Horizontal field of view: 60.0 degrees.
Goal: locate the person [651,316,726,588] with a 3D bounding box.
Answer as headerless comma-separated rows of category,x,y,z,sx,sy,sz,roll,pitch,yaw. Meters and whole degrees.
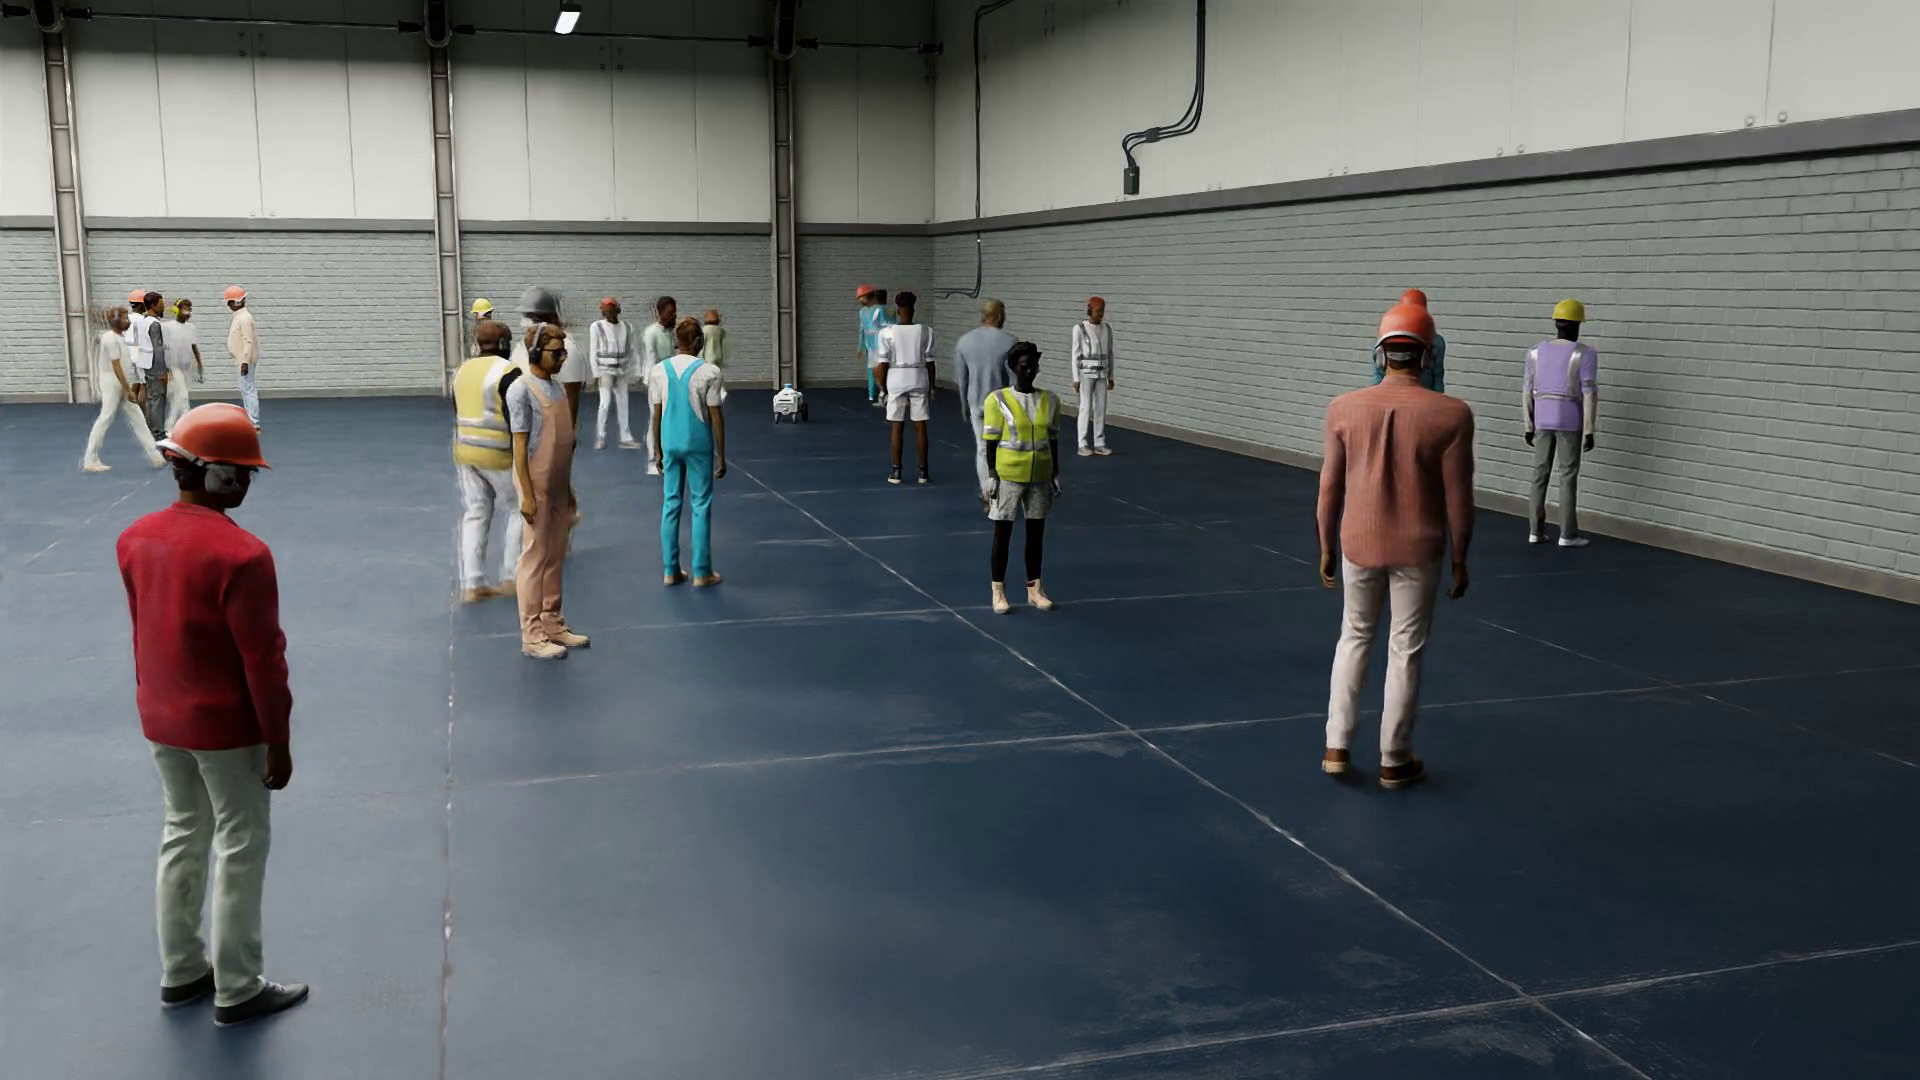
person,-1.821,-0.586,11.215,0.512,1.835,0.359,2,9,14

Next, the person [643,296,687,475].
person,-3.048,-1.611,17.534,0.704,1.892,0.627,4,10,26

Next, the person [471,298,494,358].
person,-6.191,-2.241,21.776,0.404,1.829,0.591,-2,9,-13

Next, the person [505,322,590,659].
person,-2.282,-0.275,9.188,0.345,1.844,0.507,2,9,14

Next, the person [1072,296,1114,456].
person,1.573,-1.926,19.628,0.587,1.878,0.371,-6,11,-33

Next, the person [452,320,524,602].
person,-2.996,-0.509,10.791,0.652,1.810,0.640,7,11,36

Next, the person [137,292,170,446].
person,-10.045,-2.127,20.766,0.391,1.920,0.593,-7,12,-40

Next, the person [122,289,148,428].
person,-11.383,-2.508,23.138,0.551,1.935,0.375,6,11,35

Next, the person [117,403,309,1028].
person,-2.072,0.486,4.664,0.578,1.738,0.354,5,10,28

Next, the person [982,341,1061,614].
person,0.393,-0.390,10.391,0.532,1.696,0.319,-4,10,-23

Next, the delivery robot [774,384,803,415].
delivery robot,-2.488,-2.019,24.113,0.477,0.478,0.707,0,9,2

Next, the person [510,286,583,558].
person,-3.091,-0.862,12.306,0.687,2.000,0.597,9,12,44

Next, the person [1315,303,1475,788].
person,1.768,0.036,6.772,0.628,1.983,0.408,6,11,32

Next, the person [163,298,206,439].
person,-9.908,-2.165,21.301,0.929,1.823,0.534,4,10,22

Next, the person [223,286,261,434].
person,-9.614,-2.397,22.275,0.393,1.985,0.611,-5,10,-30

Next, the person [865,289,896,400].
person,-1.371,-3.349,28.607,0.584,1.911,0.391,3,9,19

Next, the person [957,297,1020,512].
person,0.287,-1.186,14.727,0.658,1.926,0.543,5,10,28

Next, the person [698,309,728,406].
person,-3.929,-2.890,26.604,0.547,1.611,0.505,7,11,39

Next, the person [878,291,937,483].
person,-0.537,-1.552,16.971,0.600,1.958,0.379,-1,9,-7

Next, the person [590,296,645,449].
person,-4.219,-2.037,20.349,0.726,1.877,0.434,-8,12,-42

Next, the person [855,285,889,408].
person,-1.384,-3.120,26.864,0.561,1.991,0.660,-8,12,-41

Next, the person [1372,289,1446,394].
person,3.820,-1.135,14.185,0.612,1.997,0.375,0,9,1

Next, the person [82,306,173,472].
person,-9.026,-1.616,17.925,0.978,1.795,0.516,-2,9,-11

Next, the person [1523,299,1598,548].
person,4.672,-0.905,12.945,0.388,1.926,0.590,-8,12,-41
